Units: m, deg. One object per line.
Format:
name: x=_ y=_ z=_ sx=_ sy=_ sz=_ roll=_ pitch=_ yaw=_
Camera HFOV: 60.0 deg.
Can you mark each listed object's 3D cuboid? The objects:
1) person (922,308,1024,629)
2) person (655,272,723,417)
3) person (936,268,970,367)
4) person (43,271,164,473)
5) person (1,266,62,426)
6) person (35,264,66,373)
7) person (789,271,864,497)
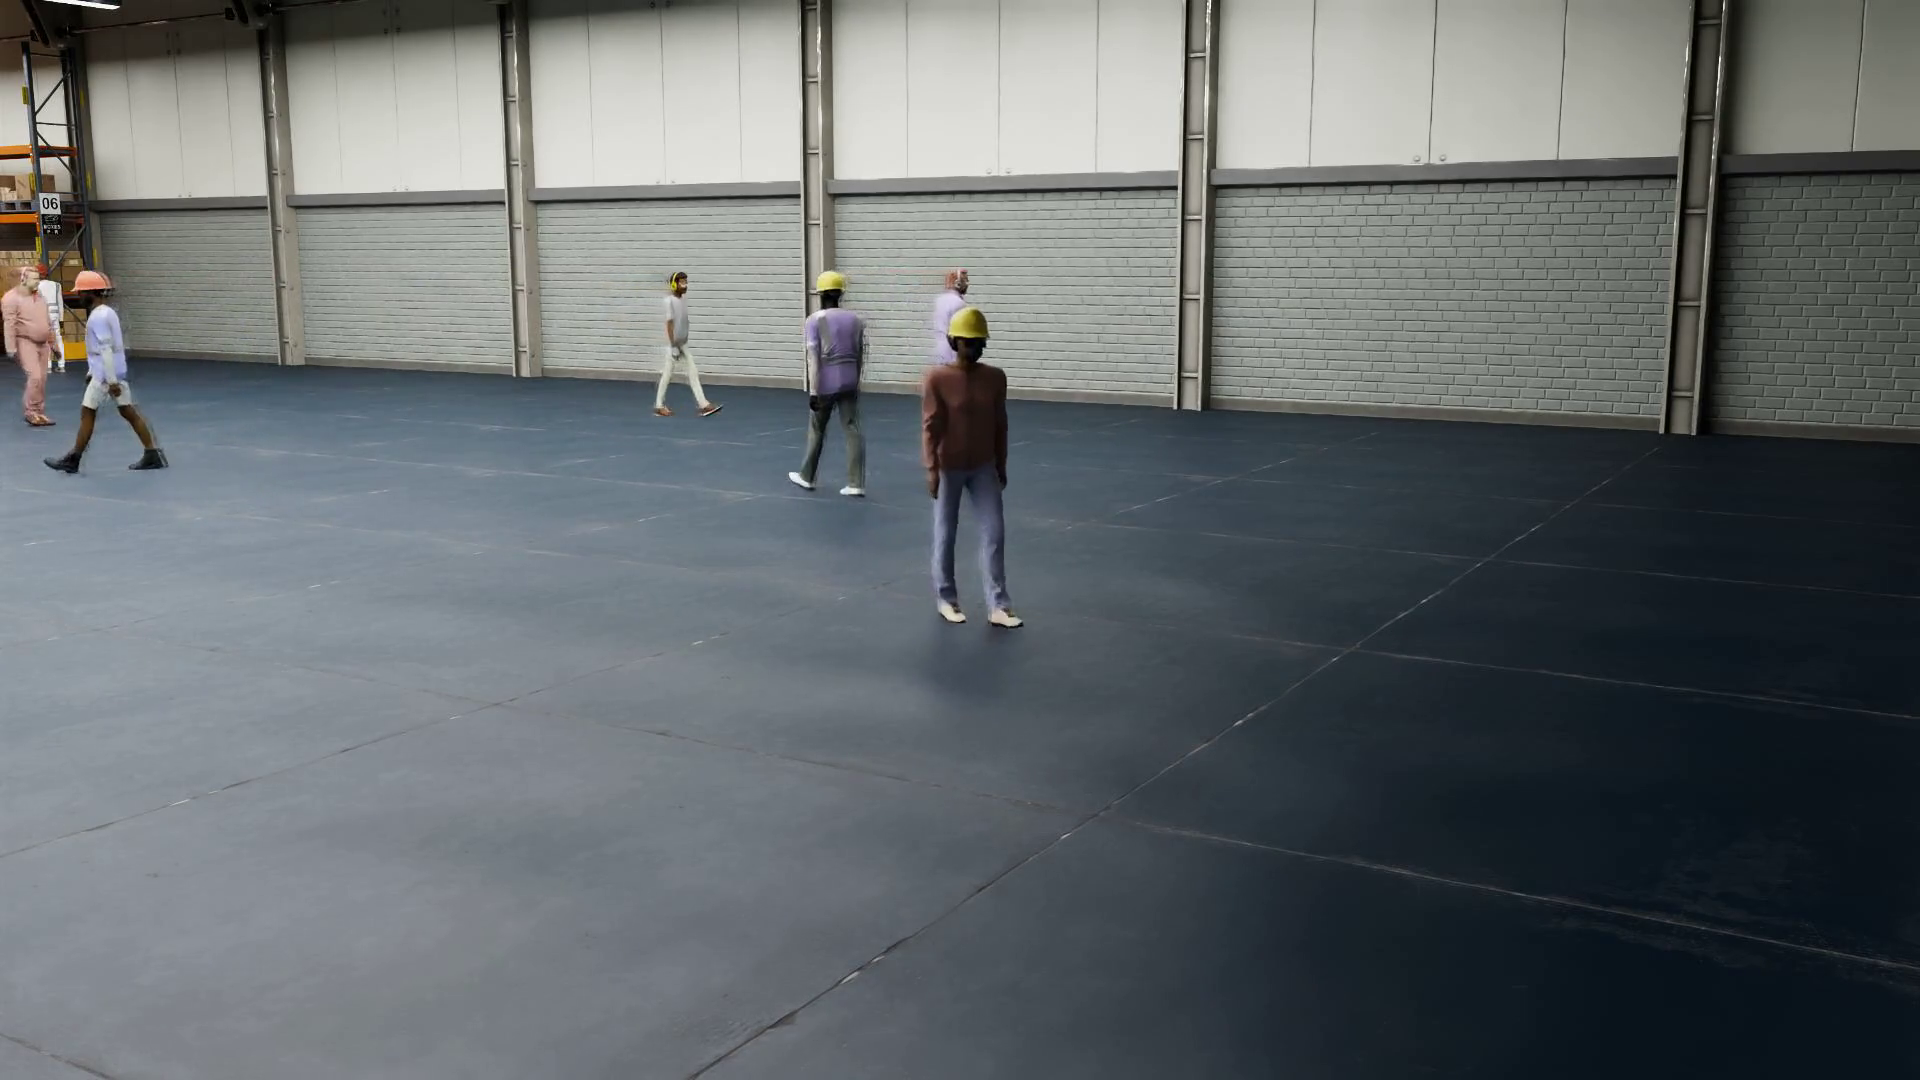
person: x=0.077 y=-0.369 z=8.956 sx=0.553 sy=1.733 sz=0.784 roll=-5 pitch=11 yaw=-25
person: x=-3.471 y=-2.436 z=20.847 sx=0.975 sy=1.815 sz=0.558 roll=4 pitch=11 yaw=24
person: x=0.011 y=-2.057 z=18.449 sx=0.584 sy=1.889 sz=0.647 roll=-4 pitch=10 yaw=-20
person: x=-8.042 y=-1.562 z=15.566 sx=1.007 sy=1.885 sz=0.552 roll=-2 pitch=10 yaw=-13
person: x=-10.956 y=-2.290 z=19.755 sx=0.512 sy=1.892 sz=0.681 roll=2 pitch=10 yaw=10
person: x=-15.815 y=-3.826 z=28.806 sx=0.359 sy=1.882 sz=0.575 roll=6 pitch=11 yaw=32
person: x=-1.118 y=-1.327 z=14.161 sx=0.611 sy=1.881 sz=0.941 roll=-7 pitch=12 yaw=-37
